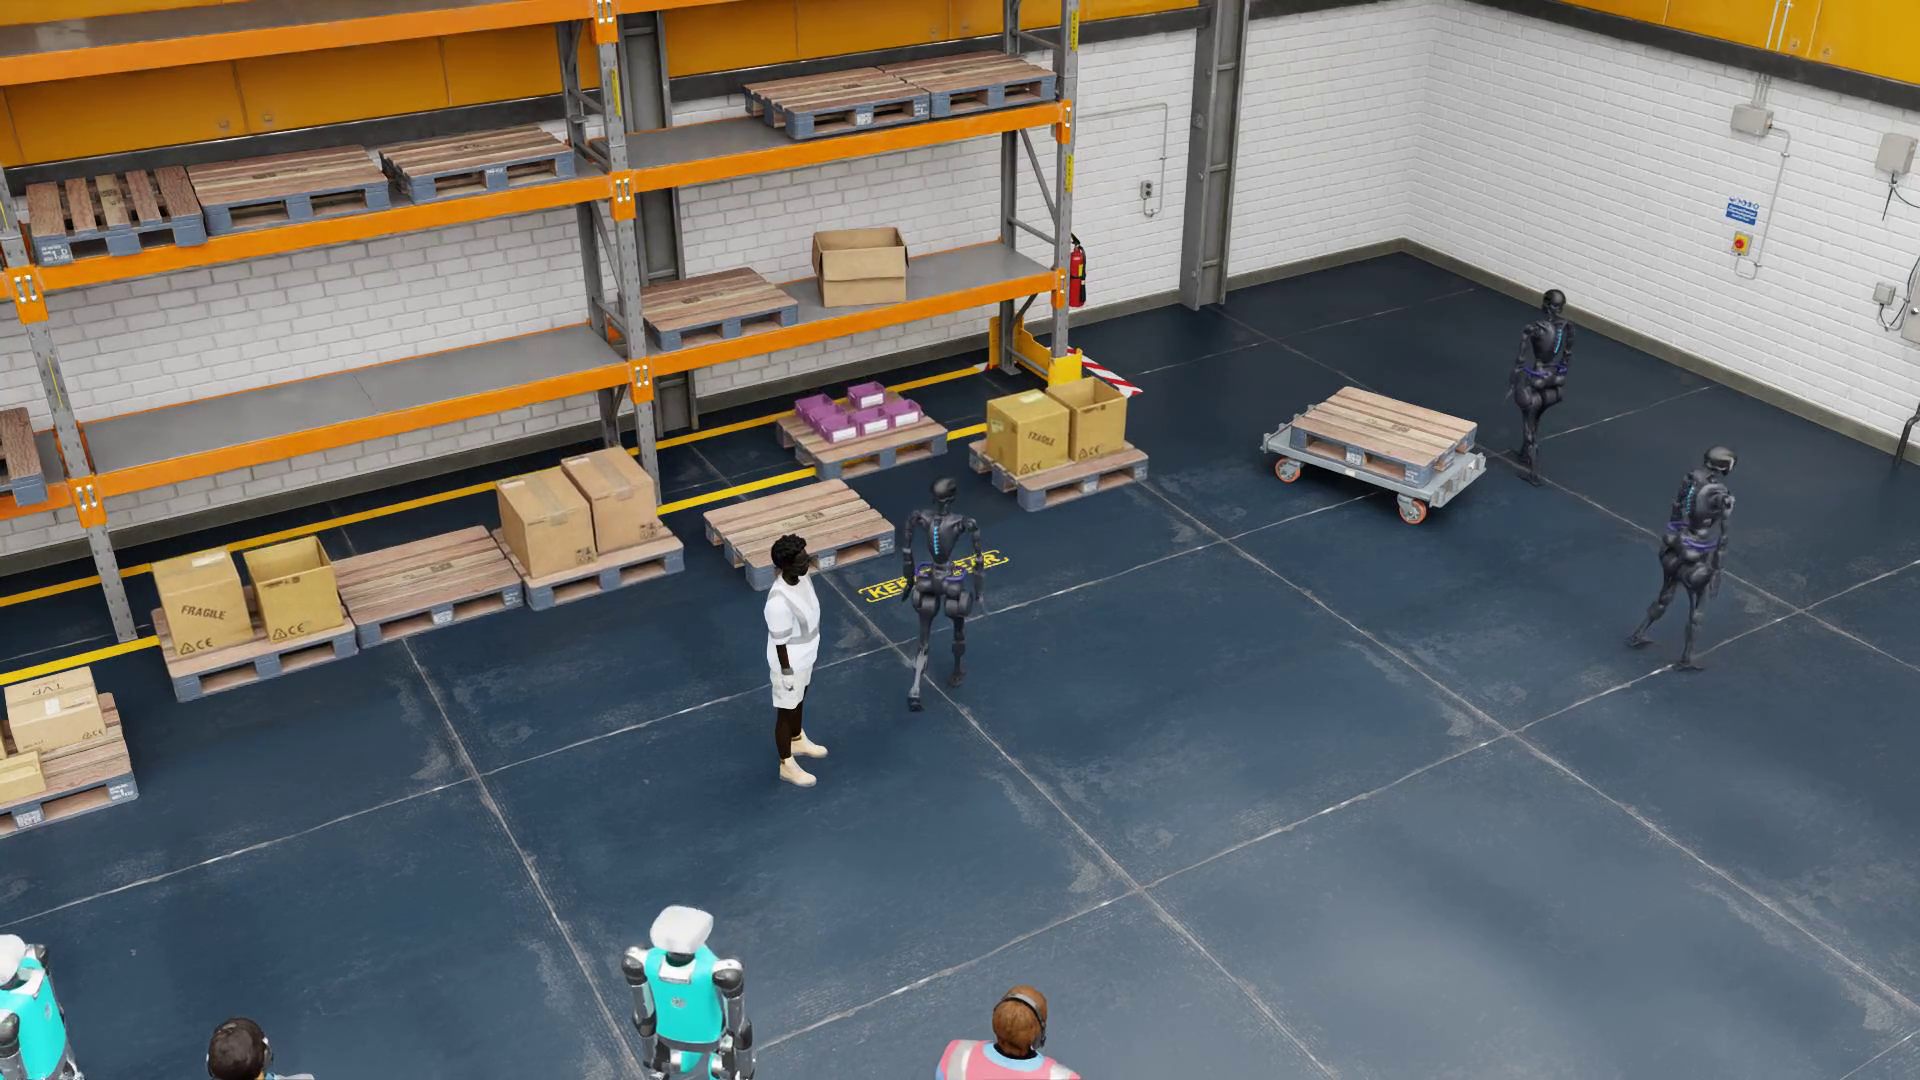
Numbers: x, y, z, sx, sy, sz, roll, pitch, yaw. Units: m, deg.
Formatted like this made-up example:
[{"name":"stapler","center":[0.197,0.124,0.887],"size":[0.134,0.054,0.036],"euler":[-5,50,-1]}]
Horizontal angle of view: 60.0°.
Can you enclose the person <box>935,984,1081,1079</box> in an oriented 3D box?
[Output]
[{"name":"person","center":[0.216,2.564,6.853],"size":[0.628,1.838,0.431],"euler":[9,31,16]}]

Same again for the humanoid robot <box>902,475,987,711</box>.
[{"name":"humanoid robot","center":[-0.128,0.351,10.956],"size":[0.609,1.644,0.696],"euler":[8,31,14]}]

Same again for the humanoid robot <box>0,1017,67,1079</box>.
[{"name":"humanoid robot","center":[-4.443,2.217,7.565],"size":[0.533,1.722,1.056],"euler":[18,34,29]}]

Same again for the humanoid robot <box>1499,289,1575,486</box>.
[{"name":"humanoid robot","center":[4.797,-1.310,13.880],"size":[0.589,1.636,0.633],"euler":[-11,31,-19]}]

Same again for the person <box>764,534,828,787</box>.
[{"name":"person","center":[-1.015,0.717,10.252],"size":[0.319,1.697,0.532],"euler":[6,30,10]}]

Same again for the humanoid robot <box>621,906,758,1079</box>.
[{"name":"humanoid robot","center":[-1.120,2.201,7.635],"size":[0.531,1.779,1.004],"euler":[5,30,8]}]

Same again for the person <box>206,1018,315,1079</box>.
[{"name":"person","center":[-2.679,2.659,6.633],"size":[0.531,1.877,0.414],"euler":[-18,34,-28]}]

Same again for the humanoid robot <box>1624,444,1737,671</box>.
[{"name":"humanoid robot","center":[4.968,0.089,11.384],"size":[0.400,1.637,0.602],"euler":[-7,30,-12]}]

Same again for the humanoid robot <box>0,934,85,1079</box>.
[{"name":"humanoid robot","center":[-4.090,2.478,7.158],"size":[0.666,1.871,0.541],"euler":[-5,30,-9]}]
